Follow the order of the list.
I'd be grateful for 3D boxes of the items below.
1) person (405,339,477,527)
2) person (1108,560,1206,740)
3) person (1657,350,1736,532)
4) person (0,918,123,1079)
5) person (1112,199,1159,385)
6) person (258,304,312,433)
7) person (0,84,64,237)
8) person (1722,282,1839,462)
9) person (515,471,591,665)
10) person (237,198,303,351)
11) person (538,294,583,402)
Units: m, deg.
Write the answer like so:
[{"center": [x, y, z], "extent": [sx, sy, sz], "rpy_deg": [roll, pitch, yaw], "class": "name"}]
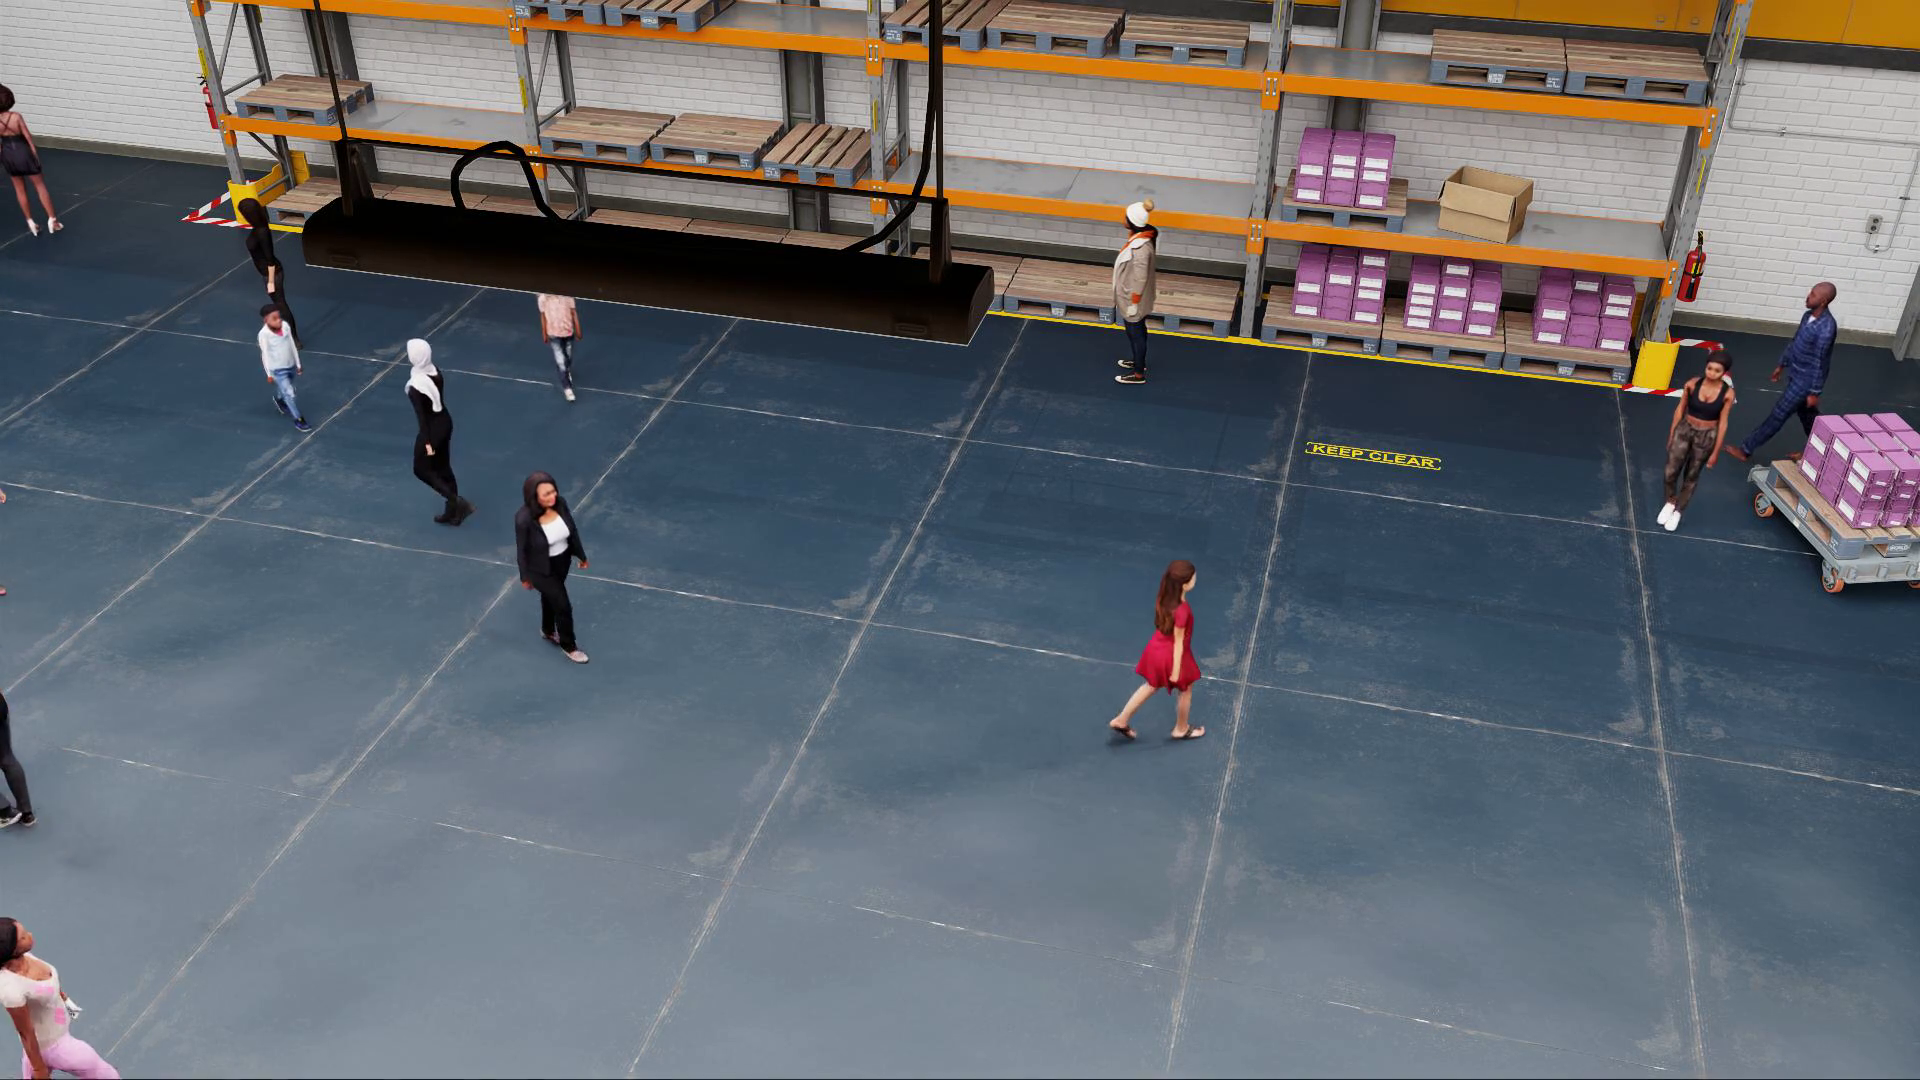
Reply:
[{"center": [-4.323, -0.862, 13.943], "extent": [0.705, 1.766, 0.612], "rpy_deg": [9, 35, 14], "class": "person"}, {"center": [1.396, 0.800, 11.651], "extent": [1.017, 1.534, 0.869], "rpy_deg": [-12, 35, -17], "class": "person"}, {"center": [6.223, -0.869, 14.023], "extent": [0.641, 1.688, 0.734], "rpy_deg": [20, 39, 27], "class": "person"}, {"center": [-4.862, 2.666, 8.703], "extent": [1.188, 1.690, 1.132], "rpy_deg": [-18, 38, -25], "class": "person"}, {"center": [1.737, -2.438, 16.201], "extent": [0.680, 1.891, 0.717], "rpy_deg": [5, 34, 8], "class": "person"}, {"center": [-6.400, -1.656, 15.609], "extent": [0.918, 1.243, 0.685], "rpy_deg": [22, 39, 29], "class": "person"}, {"center": [-10.865, -4.373, 19.204], "extent": [0.633, 1.789, 0.726], "rpy_deg": [-8, 34, -12], "class": "person"}, {"center": [7.602, -1.433, 14.807], "extent": [1.177, 1.760, 0.743], "rpy_deg": [5, 34, 8], "class": "person"}, {"center": [-3.173, 0.161, 12.562], "extent": [0.892, 1.591, 0.765], "rpy_deg": [16, 37, 23], "class": "person"}, {"center": [-6.958, -2.695, 16.814], "extent": [0.705, 1.640, 0.647], "rpy_deg": [-17, 37, -24], "class": "person"}, {"center": [-3.896, -2.066, 16.186], "extent": [0.890, 1.287, 0.910], "rpy_deg": [-14, 36, -20], "class": "person"}]
